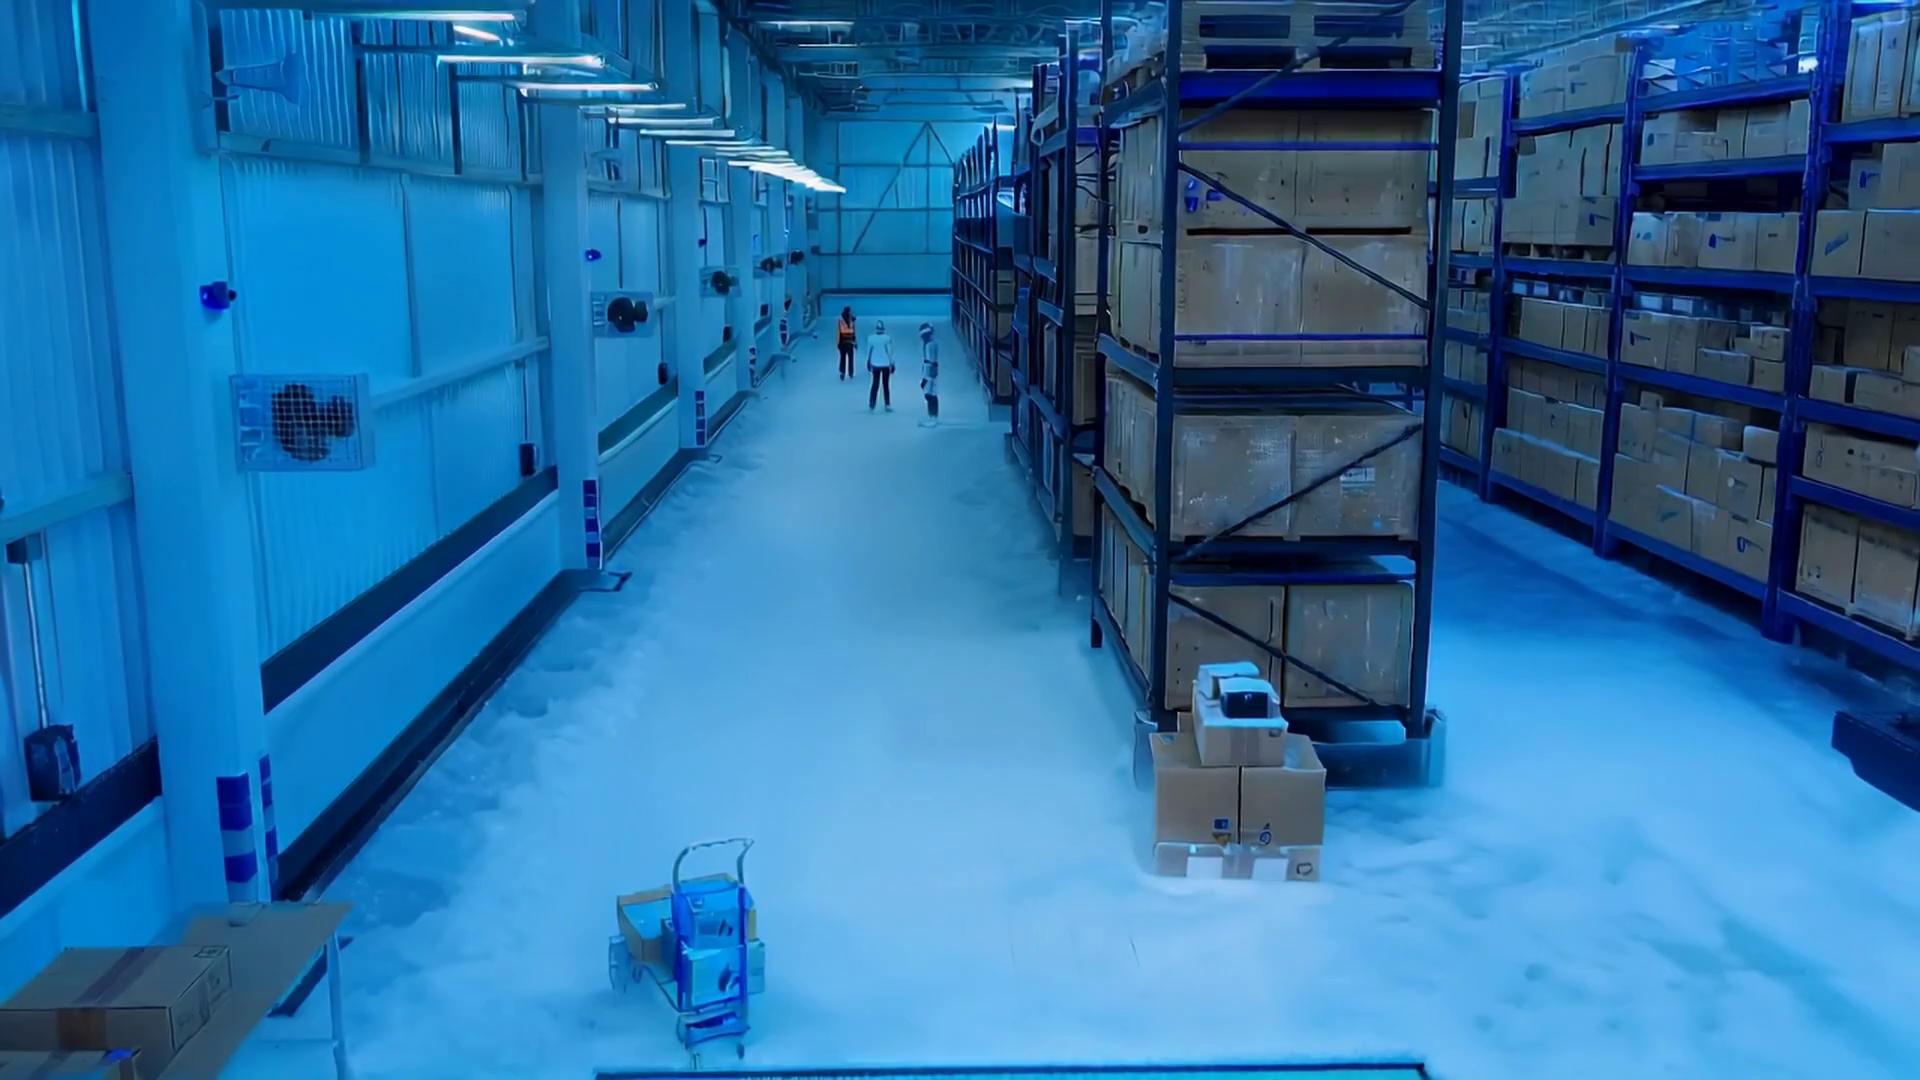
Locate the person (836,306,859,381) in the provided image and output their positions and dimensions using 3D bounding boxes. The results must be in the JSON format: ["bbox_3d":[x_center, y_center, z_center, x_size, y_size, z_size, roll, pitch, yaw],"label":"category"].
[{"bbox_3d":[-2.883,-5.013,42.468,0.586,1.913,0.397,-6,12,-27],"label":"person"}]

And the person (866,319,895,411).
[{"bbox_3d":[-1.706,-3.749,35.693,0.614,1.988,0.405,-3,11,-13],"label":"person"}]

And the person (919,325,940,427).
[{"bbox_3d":[-0.631,-3.243,32.932,0.391,2.034,0.605,4,11,19],"label":"person"}]
